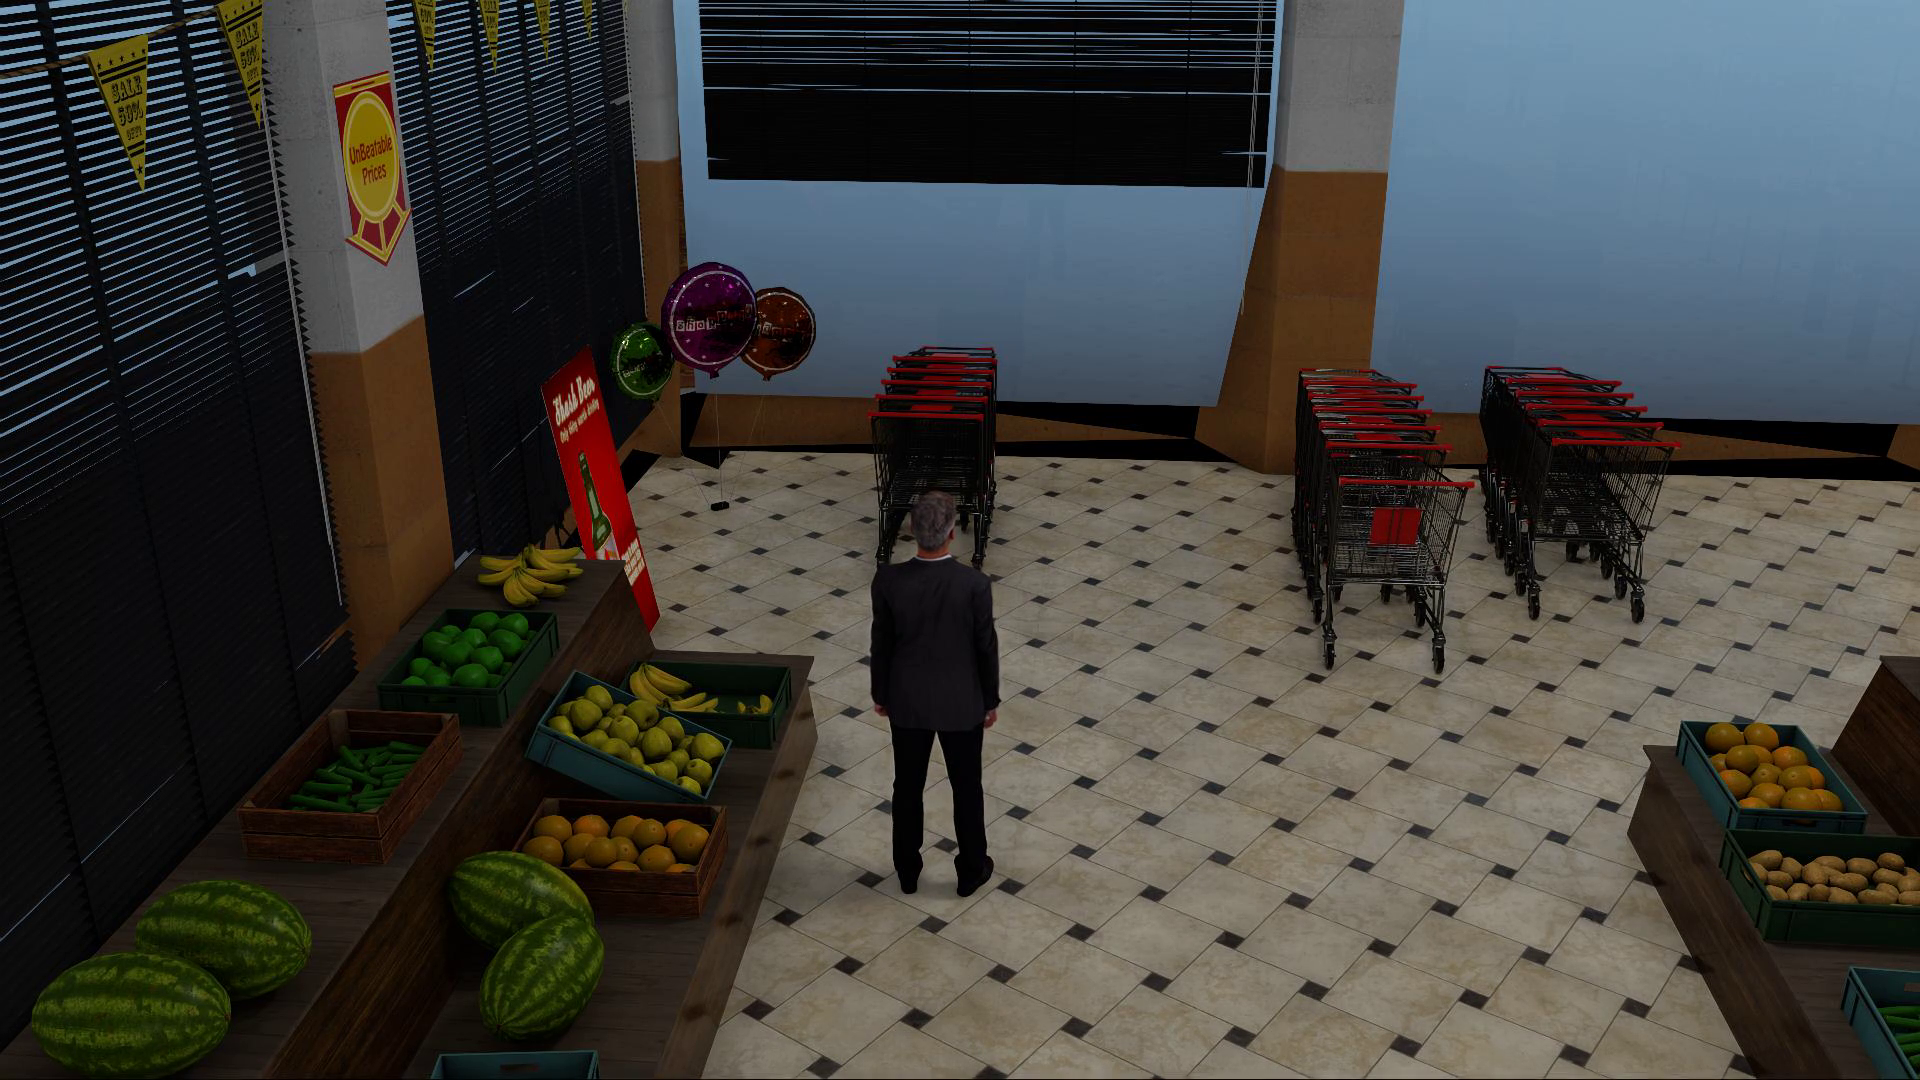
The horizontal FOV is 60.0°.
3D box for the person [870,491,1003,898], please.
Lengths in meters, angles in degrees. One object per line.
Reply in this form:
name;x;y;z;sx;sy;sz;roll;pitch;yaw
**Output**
person;-0.099;0.657;7.017;0.720;1.842;0.596;3;22;7
